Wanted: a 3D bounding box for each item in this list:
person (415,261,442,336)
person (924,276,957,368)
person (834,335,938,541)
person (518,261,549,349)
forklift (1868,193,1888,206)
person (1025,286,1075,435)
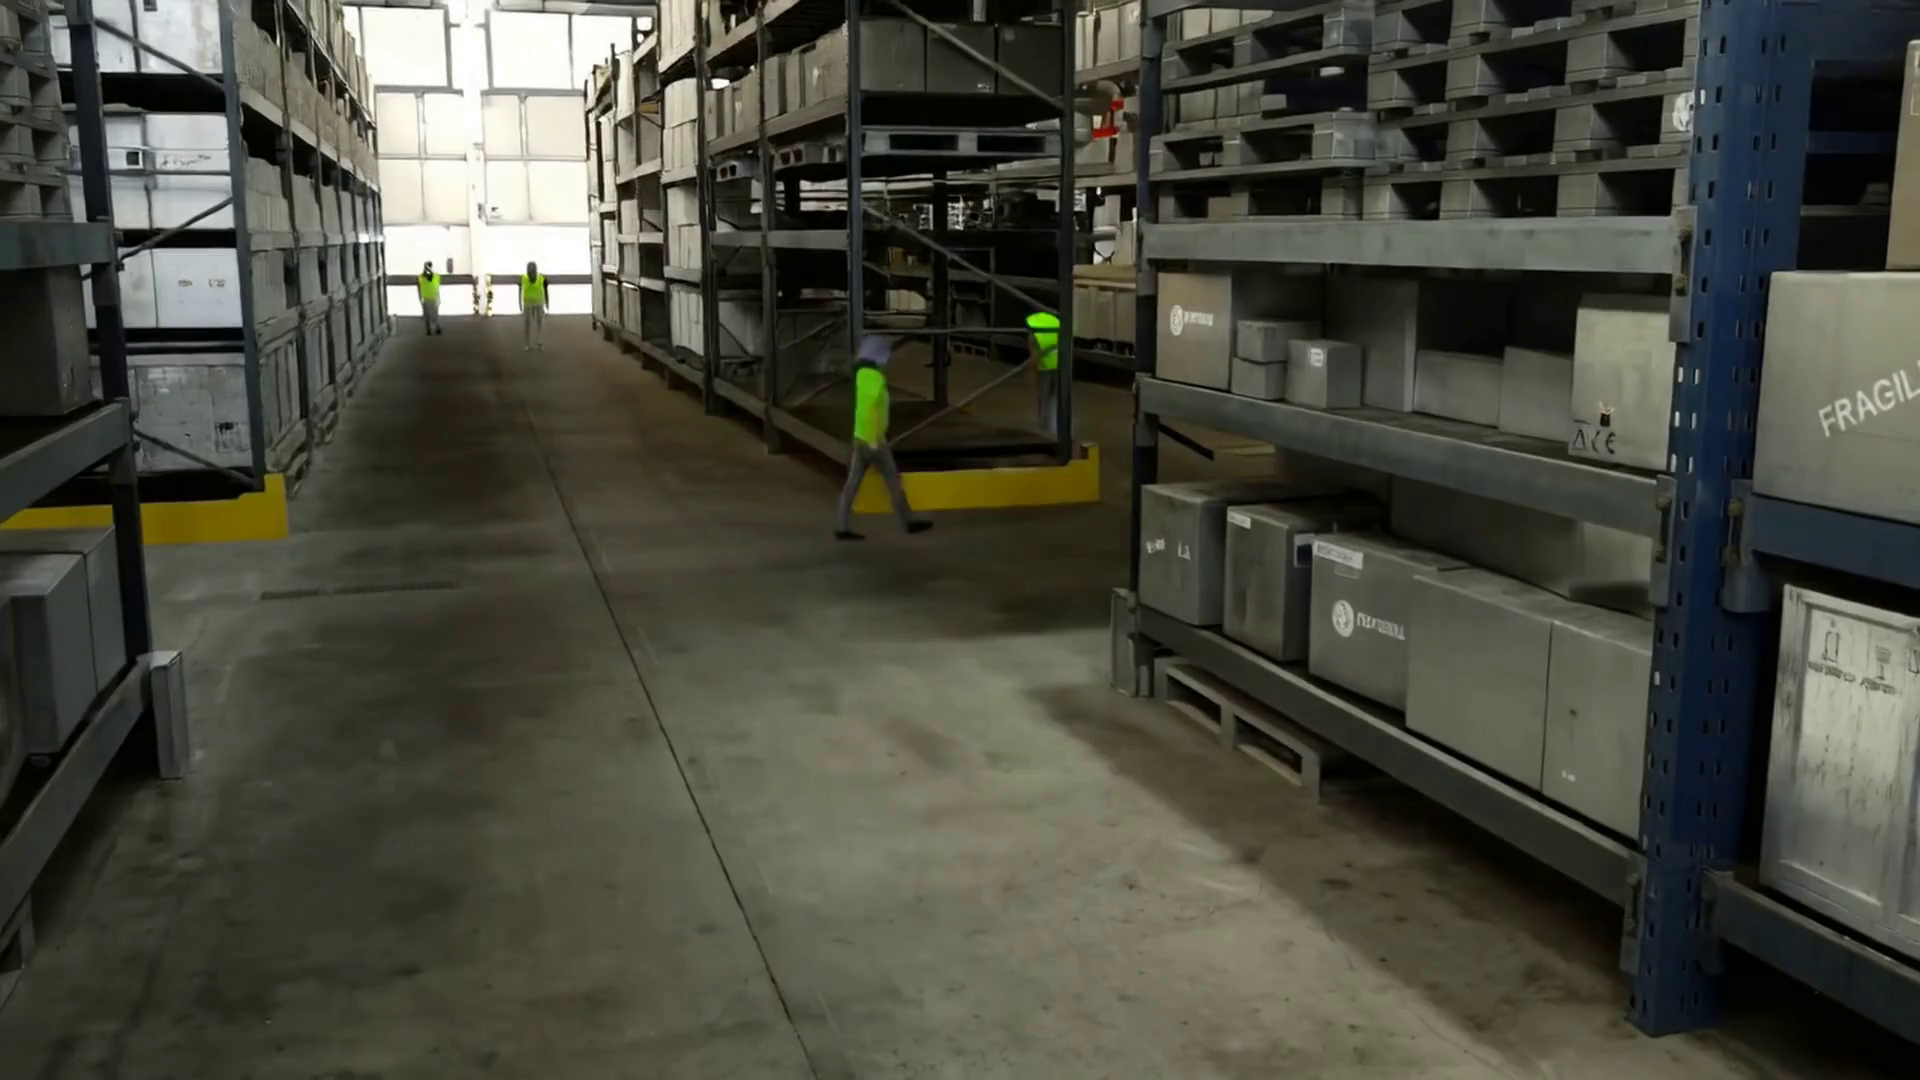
[{"bbox_3d":[-12.617,-5.740,39.552,0.584,1.772,0.959,-6,12,-28],"label":"person"},{"bbox_3d":[-0.379,-4.027,29.811,0.651,1.910,0.409,6,12,29],"label":"person"},{"bbox_3d":[-0.612,-0.785,12.911,0.856,1.586,0.504,-5,12,-27],"label":"person"},{"bbox_3d":[-8.930,-4.914,34.858,0.634,1.841,0.429,-4,11,-22],"label":"person"},{"bbox_3d":[9.886,-2.443,18.460,1.129,2.768,1.873,-3,11,-17],"label":"forklift"},{"bbox_3d":[0.994,-1.860,18.170,0.576,1.822,0.778,-3,11,-16],"label":"person"}]
